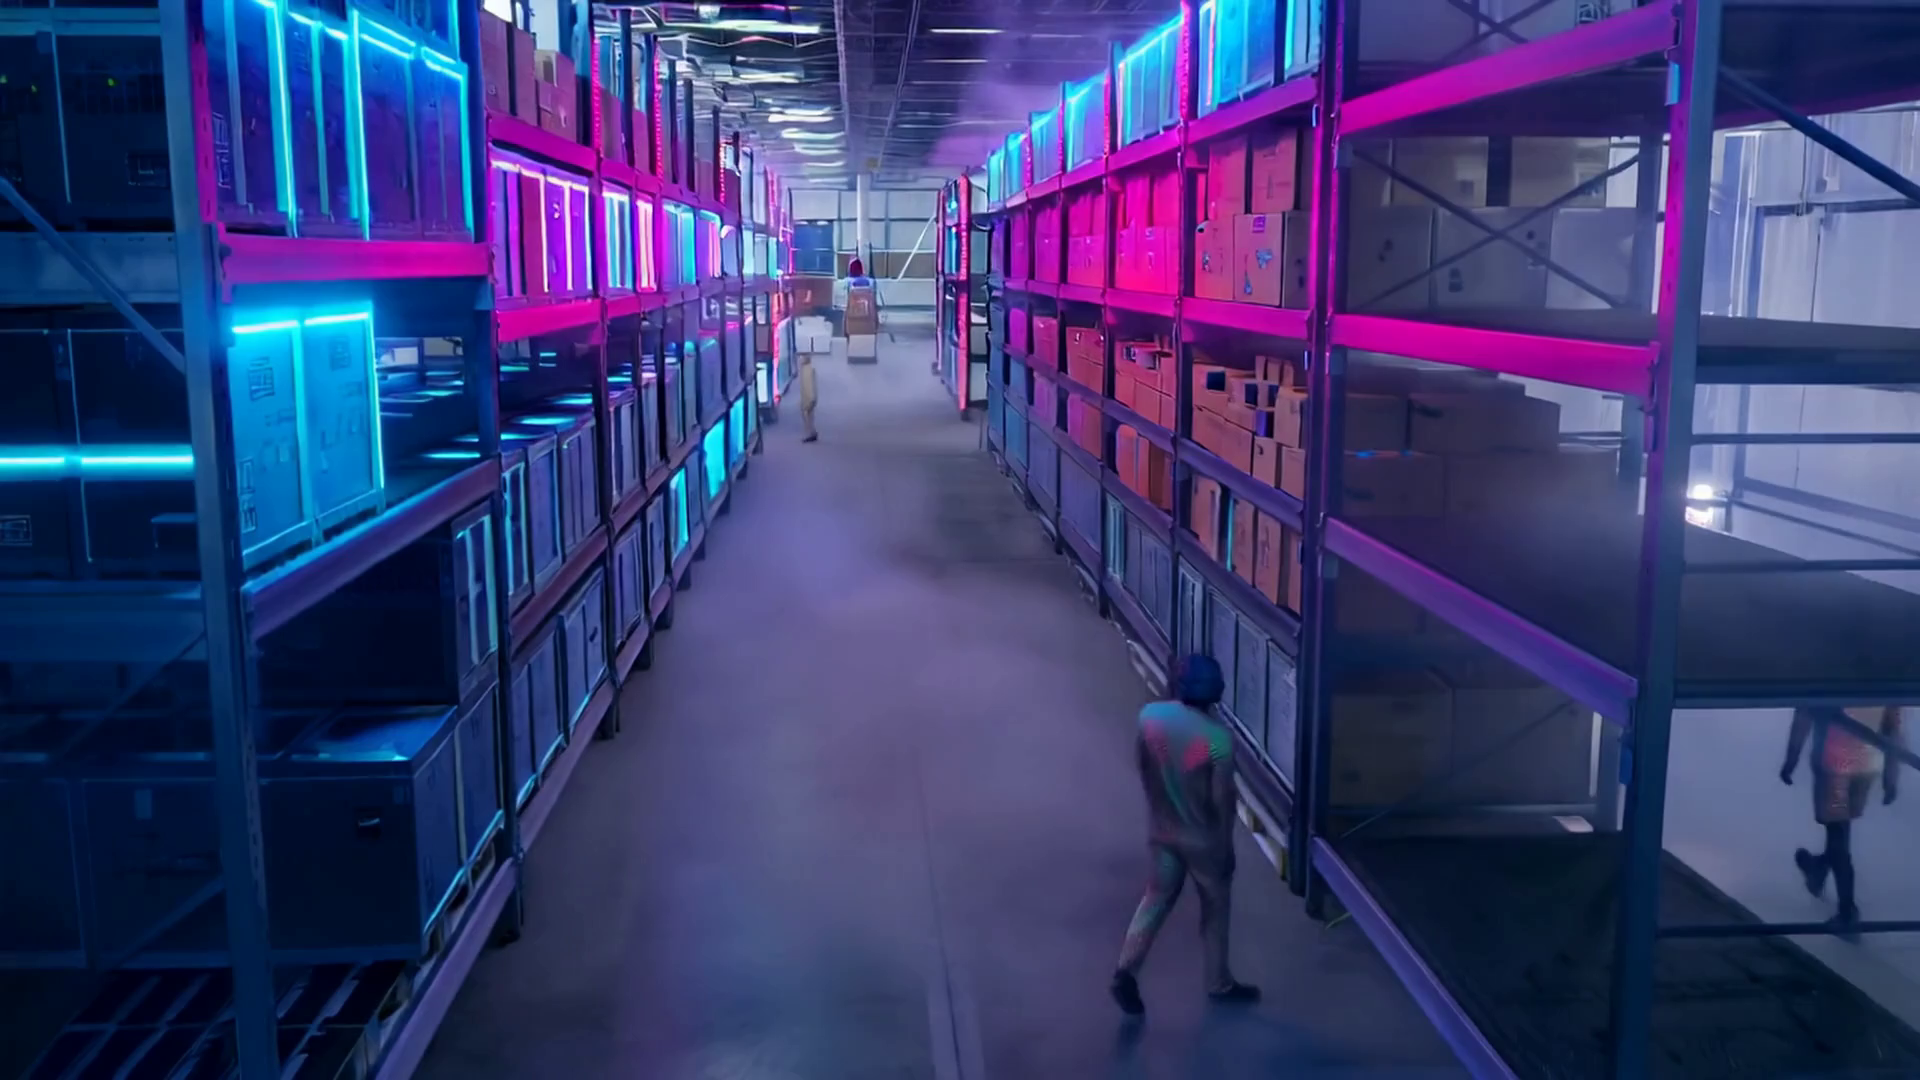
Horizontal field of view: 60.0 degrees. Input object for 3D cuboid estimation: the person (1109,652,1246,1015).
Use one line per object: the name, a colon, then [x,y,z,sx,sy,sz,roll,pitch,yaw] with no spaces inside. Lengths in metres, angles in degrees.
person: [1.127,1.493,8.487,0.638,1.900,0.923,9,13,43]

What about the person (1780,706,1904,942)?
person: [5.119,1.287,9.726,0.559,1.880,1.019,0,10,2]

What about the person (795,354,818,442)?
person: [-3.282,-3.023,35.501,0.585,1.891,0.652,-3,10,-19]

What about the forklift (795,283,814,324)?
forklift: [-7.431,-10.794,78.948,1.129,2.768,1.873,-2,10,-10]

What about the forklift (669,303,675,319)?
forklift: [-8.358,-5.974,50.154,1.873,2.768,1.129,5,11,26]

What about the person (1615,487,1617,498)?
person: [6.437,0.067,17.111,0.649,1.862,0.974,0,10,1]

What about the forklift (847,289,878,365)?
forklift: [-3.660,-7.969,62.070,1.129,2.768,1.873,-1,10,-4]
